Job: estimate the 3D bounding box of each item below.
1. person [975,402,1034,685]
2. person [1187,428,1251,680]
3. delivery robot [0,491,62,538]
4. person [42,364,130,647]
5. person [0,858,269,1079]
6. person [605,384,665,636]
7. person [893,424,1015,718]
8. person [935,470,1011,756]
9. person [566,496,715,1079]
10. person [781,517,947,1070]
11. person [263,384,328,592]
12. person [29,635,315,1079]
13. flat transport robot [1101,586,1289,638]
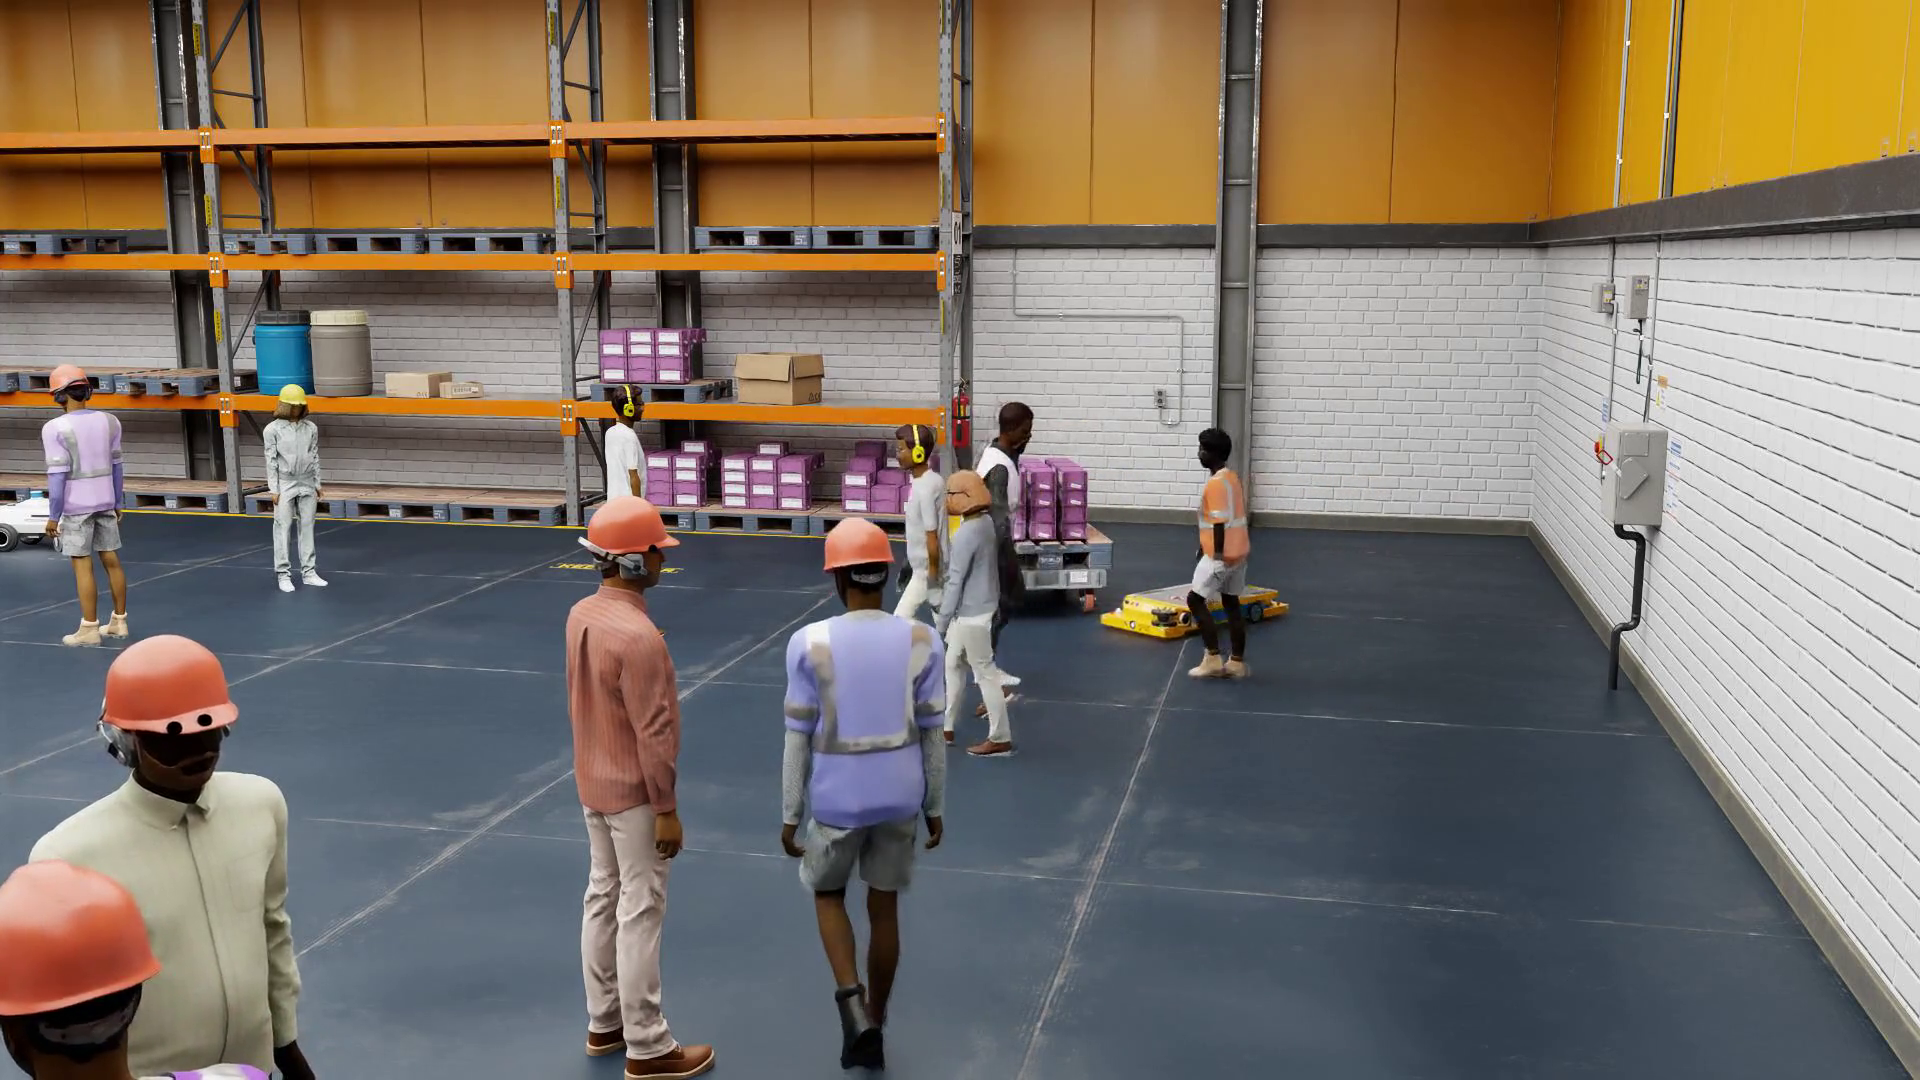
[{"bbox_3d":[0.246,0.034,10.766,0.464,1.885,0.632,1,10,8],"label":"person"},{"bbox_3d":[1.705,0.102,10.973,0.478,1.675,0.534,5,11,26],"label":"person"},{"bbox_3d":[-8.847,-0.227,15.966,0.707,0.478,0.477,1,10,3],"label":"delivery robot"},{"bbox_3d":[-6.309,-0.242,11.965,0.392,2.033,0.605,4,10,23],"label":"person"},{"bbox_3d":[-1.248,1.411,2.466,0.377,1.932,0.552,6,11,33],"label":"person"},{"bbox_3d":[-2.425,-0.211,12.263,0.329,1.872,0.507,-6,11,-33],"label":"person"},{"bbox_3d":[-0.146,0.200,9.998,0.962,1.819,0.500,1,10,7],"label":"person"},{"bbox_3d":[-0.024,0.410,9.305,0.721,1.605,0.512,3,10,16],"label":"person"},{"bbox_3d":[-1.117,0.840,5.663,0.379,1.996,0.611,-7,12,-36],"label":"person"},{"bbox_3d":[-0.320,0.884,5.643,0.578,1.910,0.562,-2,10,-13],"label":"person"},{"bbox_3d":[-5.596,-0.444,14.023,0.302,1.742,0.486,7,12,36],"label":"person"},{"bbox_3d":[-1.685,1.180,3.654,0.395,1.994,0.612,5,11,28],"label":"person"},{"bbox_3d":[1.816,0.507,12.736,1.431,0.197,0.652,-8,13,-40],"label":"flat transport robot"}]
